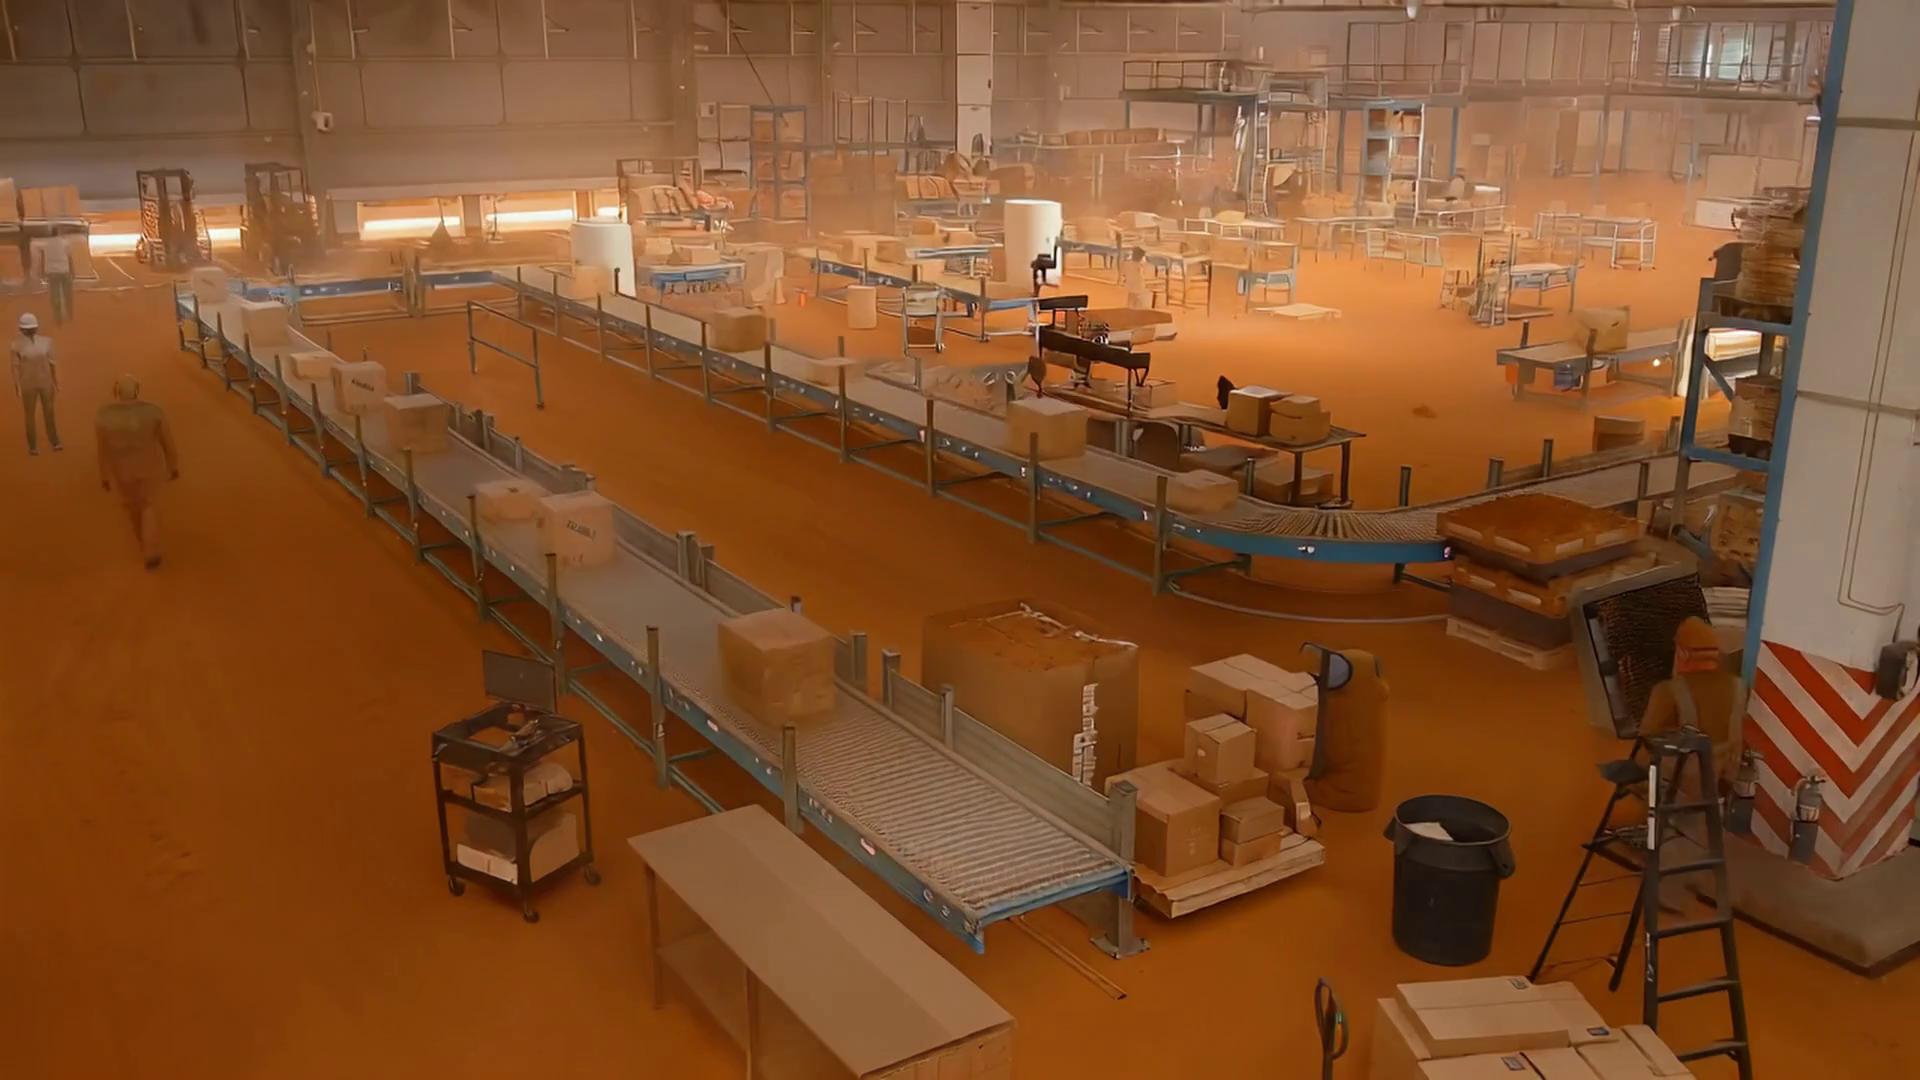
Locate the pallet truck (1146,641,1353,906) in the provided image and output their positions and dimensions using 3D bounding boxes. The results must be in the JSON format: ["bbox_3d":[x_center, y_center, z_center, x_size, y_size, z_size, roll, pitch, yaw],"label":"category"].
[{"bbox_3d":[1.664,1.407,10.232,1.630,1.274,0.653,-10,20,-31],"label":"pallet truck"}]

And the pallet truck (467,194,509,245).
[{"bbox_3d":[-11.983,-8.177,42.137,0.704,1.261,1.522,-11,20,-33],"label":"pallet truck"}]

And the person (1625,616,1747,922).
[{"bbox_3d":[4.164,1.322,9.643,0.613,1.813,0.511,-6,18,-19],"label":"person"}]

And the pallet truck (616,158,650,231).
[{"bbox_3d":[-8.918,-9.176,44.255,0.823,1.965,1.885,-9,19,-27],"label":"pallet truck"}]

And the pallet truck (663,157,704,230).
[{"bbox_3d":[-7.586,-9.308,44.692,0.823,1.965,1.885,-11,20,-33],"label":"pallet truck"}]

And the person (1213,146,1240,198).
[{"bbox_3d":[8.644,-11.914,53.906,0.936,1.672,0.500,-7,18,-23],"label":"person"}]

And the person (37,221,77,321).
[{"bbox_3d":[-16.372,-4.866,30.206,0.567,1.828,0.645,-6,18,-19],"label":"person"}]

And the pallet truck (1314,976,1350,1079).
[{"bbox_3d":[2.299,2.390,7.086,1.601,1.201,0.680,-2,17,-7],"label":"pallet truck"}]

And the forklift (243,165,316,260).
[{"bbox_3d":[-15.898,-7.669,38.708,1.157,1.987,2.680,-11,20,-33],"label":"forklift"}]

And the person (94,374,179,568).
[{"bbox_3d":[-8.035,-0.710,16.315,0.679,1.855,0.975,-6,18,-19],"label":"person"}]

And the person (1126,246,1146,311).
[{"bbox_3d":[2.967,-4.176,28.239,0.285,1.633,0.497,-7,18,-23],"label":"person"}]

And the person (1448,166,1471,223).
[{"bbox_3d":[12.639,-8.562,42.369,0.528,1.906,0.592,-3,17,-11],"label":"person"}]

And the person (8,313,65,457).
[{"bbox_3d":[-11.386,-1.925,20.527,0.526,1.765,0.329,-15,22,-41],"label":"person"}]

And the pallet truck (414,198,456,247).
[{"bbox_3d":[-13.250,-8.060,41.856,0.680,1.201,1.601,-10,20,-31],"label":"pallet truck"}]

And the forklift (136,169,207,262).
[{"bbox_3d":[-17.842,-7.318,37.559,1.157,1.987,2.680,-10,20,-31],"label":"forklift"}]

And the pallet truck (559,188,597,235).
[{"bbox_3d":[-10.010,-8.652,43.699,0.653,1.274,1.630,-10,20,-31],"label":"pallet truck"}]
